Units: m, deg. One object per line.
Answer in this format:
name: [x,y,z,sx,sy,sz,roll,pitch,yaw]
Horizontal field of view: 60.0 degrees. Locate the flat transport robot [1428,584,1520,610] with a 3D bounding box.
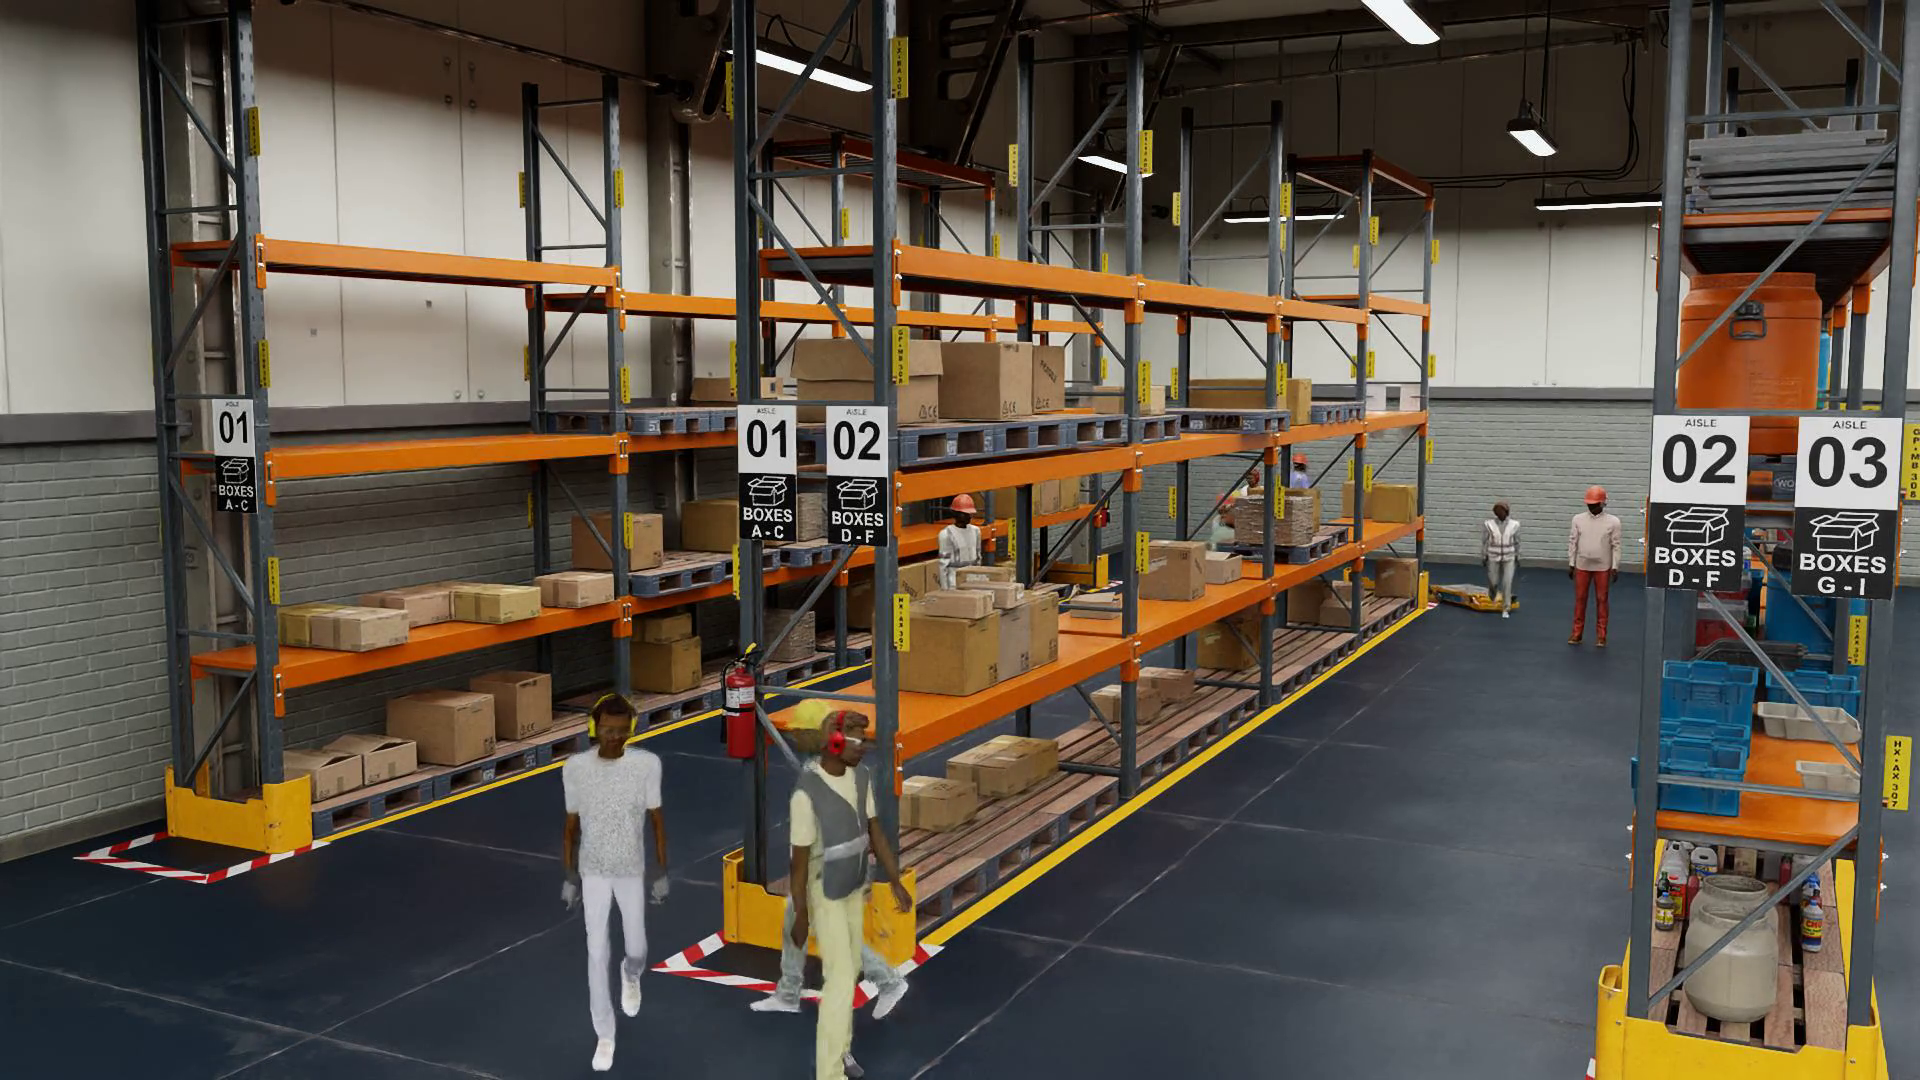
flat transport robot: [7.408,0.812,24.107,0.652,0.197,1.431,-2,6,-17]

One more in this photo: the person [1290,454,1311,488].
person: [6.039,-0.574,29.721,0.566,1.916,0.694,-2,6,-20]

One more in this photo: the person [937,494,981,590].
person: [0.025,0.497,18.721,0.601,2.036,0.402,-6,8,-44]

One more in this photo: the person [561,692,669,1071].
person: [-1.739,1.652,8.363,0.533,1.849,0.680,-1,6,-9]

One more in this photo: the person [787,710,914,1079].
person: [-0.549,1.714,7.909,0.562,1.813,0.574,2,6,21]

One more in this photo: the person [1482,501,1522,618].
person: [7.494,0.260,23.000,0.531,1.623,0.455,2,6,17]

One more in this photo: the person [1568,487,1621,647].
person: [7.828,0.327,20.568,0.609,1.986,0.391,4,7,32]

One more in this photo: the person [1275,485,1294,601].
person: [4.788,0.054,24.507,0.454,1.713,0.589,0,6,4]

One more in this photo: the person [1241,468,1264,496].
person: [4.720,-0.233,26.717,0.390,1.840,0.565,-4,7,-37]

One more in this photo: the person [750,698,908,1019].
person: [-0.689,1.677,8.734,0.804,1.716,0.491,0,6,0]
